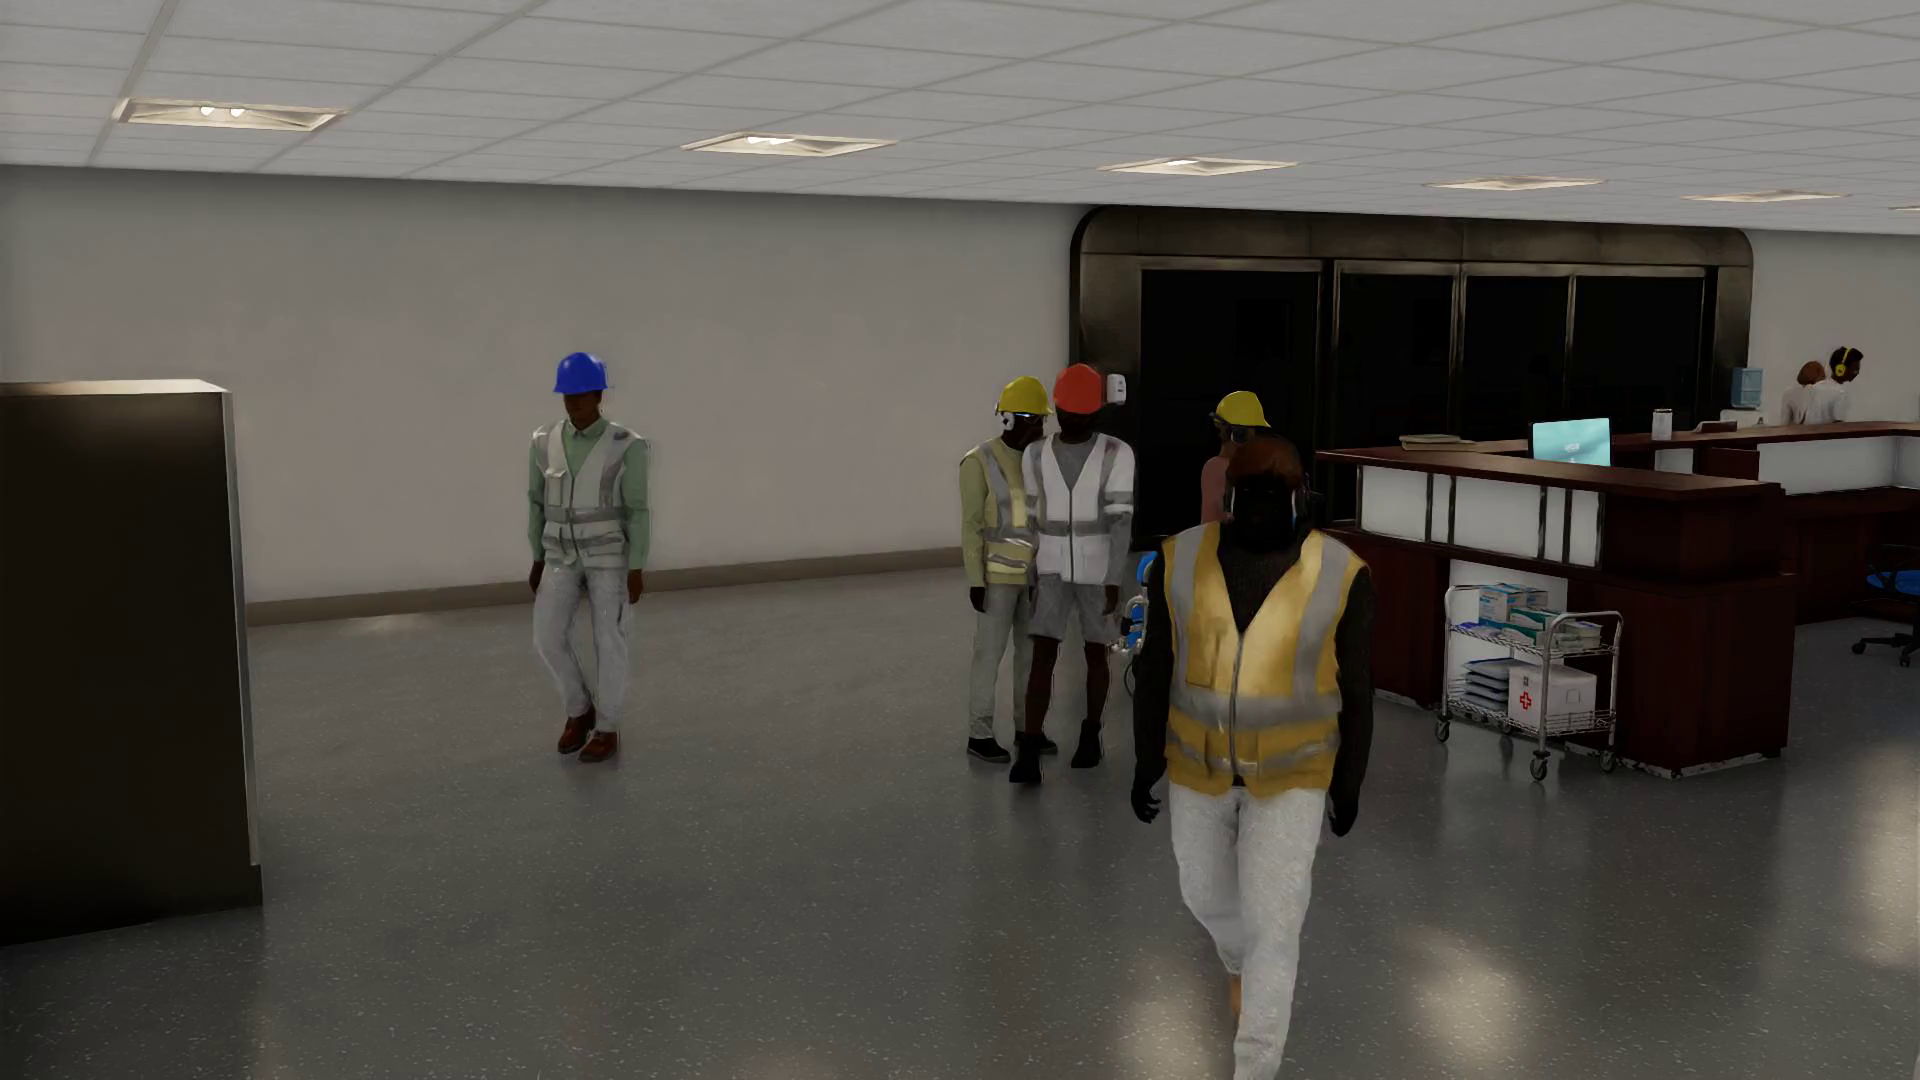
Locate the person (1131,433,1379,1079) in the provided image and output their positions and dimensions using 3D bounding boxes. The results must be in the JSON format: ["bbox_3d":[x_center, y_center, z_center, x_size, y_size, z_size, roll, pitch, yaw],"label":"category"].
[{"bbox_3d":[0.803,0.606,4.540,0.627,1.820,0.851,3,9,24],"label":"person"}]

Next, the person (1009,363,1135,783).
[{"bbox_3d":[0.494,0.165,7.456,0.542,1.888,0.929,2,8,16],"label":"person"}]

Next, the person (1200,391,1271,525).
[{"bbox_3d":[1.266,0.184,7.782,0.349,1.758,0.522,-1,8,-9],"label":"person"}]

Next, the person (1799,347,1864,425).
[{"bbox_3d":[7.105,-0.677,13.735,0.703,1.825,0.533,1,8,7],"label":"person"}]

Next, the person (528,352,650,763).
[{"bbox_3d":[-1.747,0.091,7.797,0.641,1.931,0.447,2,8,12],"label":"person"}]

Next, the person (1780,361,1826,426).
[{"bbox_3d":[8.304,-0.934,16.303,0.505,1.631,0.281,6,10,38],"label":"person"}]

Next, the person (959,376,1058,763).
[{"bbox_3d":[0.273,0.141,7.858,0.591,1.827,0.403,-5,10,-34],"label":"person"}]
